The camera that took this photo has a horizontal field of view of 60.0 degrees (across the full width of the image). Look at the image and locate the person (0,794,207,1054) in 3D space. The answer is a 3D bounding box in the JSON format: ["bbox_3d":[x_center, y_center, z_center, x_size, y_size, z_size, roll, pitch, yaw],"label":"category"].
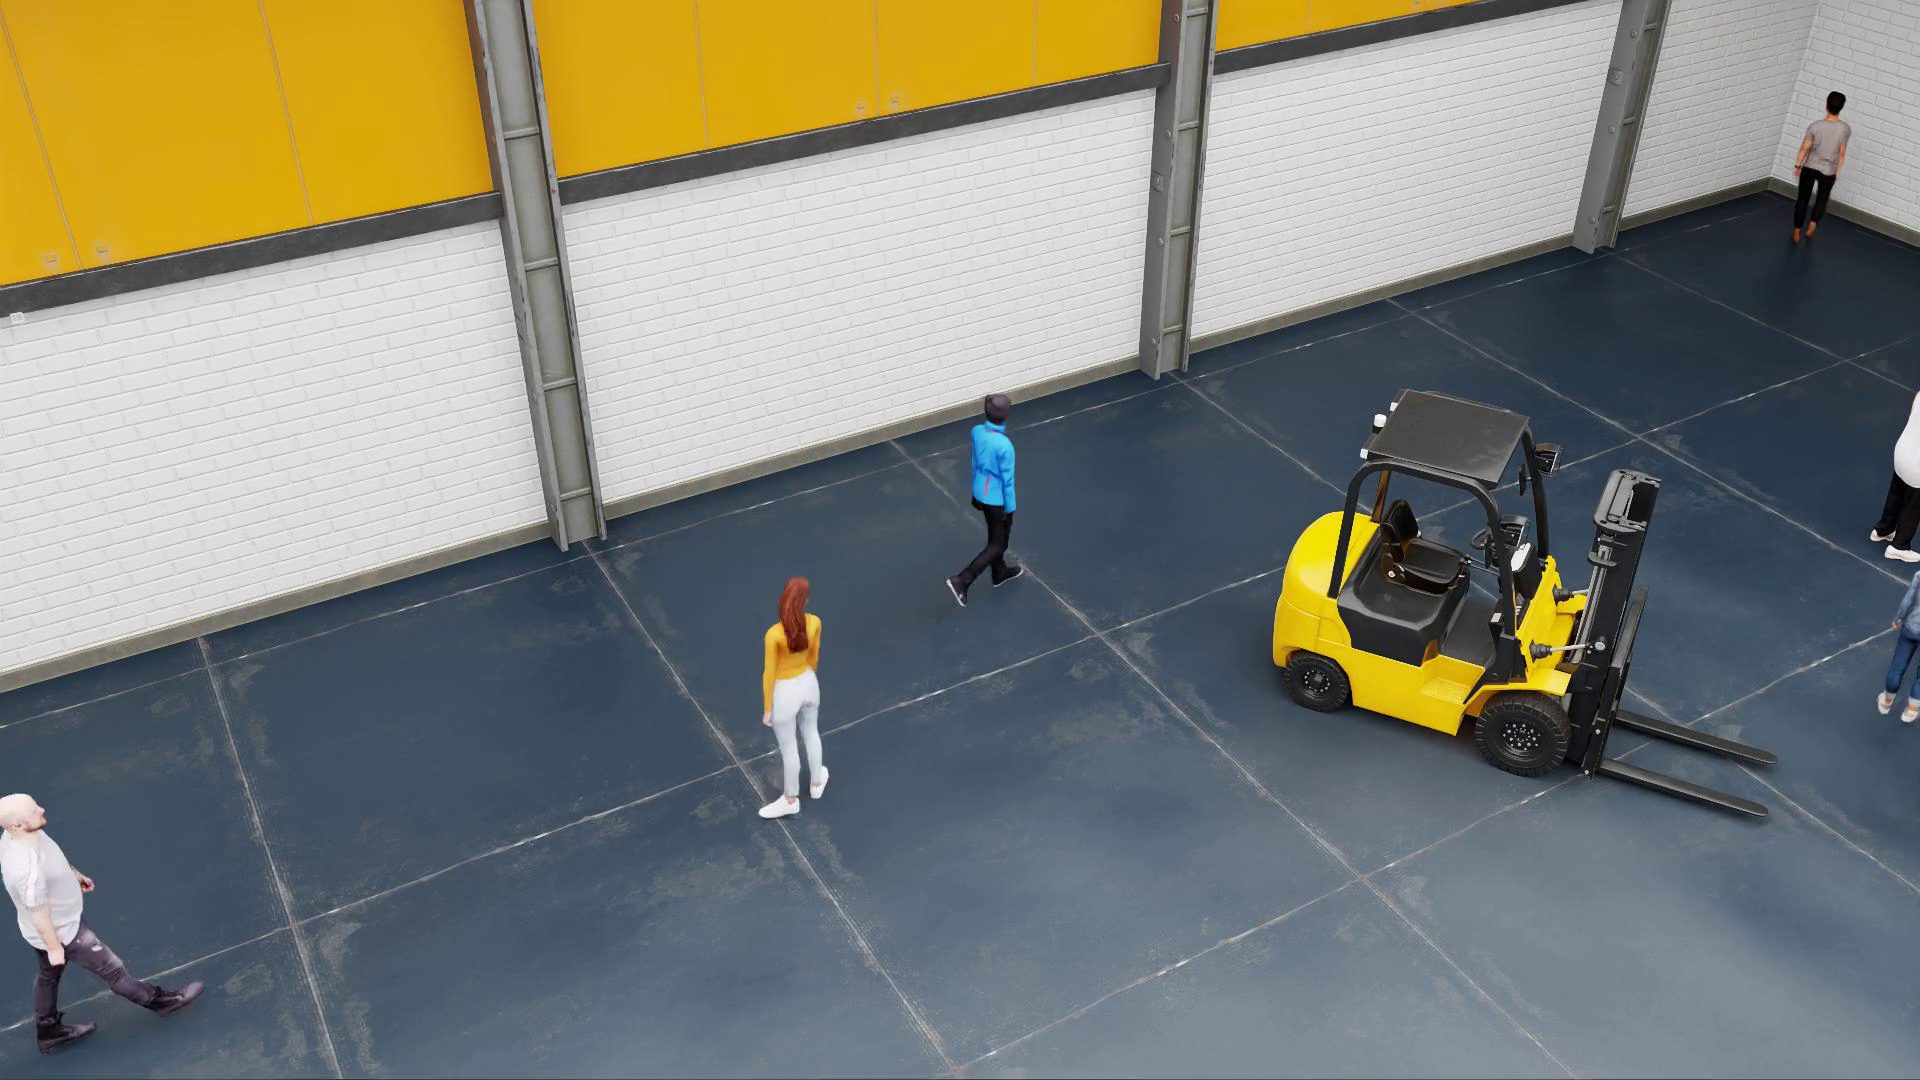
[{"bbox_3d":[-5.020,2.129,9.058,1.130,1.793,0.710,-20,39,-27],"label":"person"}]

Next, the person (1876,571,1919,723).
[{"bbox_3d":[6.728,0.635,11.587,0.652,1.481,0.648,21,39,29],"label":"person"}]

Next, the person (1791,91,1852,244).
[{"bbox_3d":[9.566,-4.113,18.521,0.733,1.712,0.767,14,36,21],"label":"person"}]

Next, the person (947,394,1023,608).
[{"bbox_3d":[0.186,-0.288,12.707,1.068,1.777,0.699,-23,40,-31],"label":"person"}]

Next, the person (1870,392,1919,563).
[{"bbox_3d":[7.718,-0.641,13.319,0.783,1.688,0.759,2,34,2],"label":"person"}]

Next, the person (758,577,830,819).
[{"bbox_3d":[-1.100,1.040,10.734,0.859,1.749,0.530,21,39,28],"label":"person"}]
